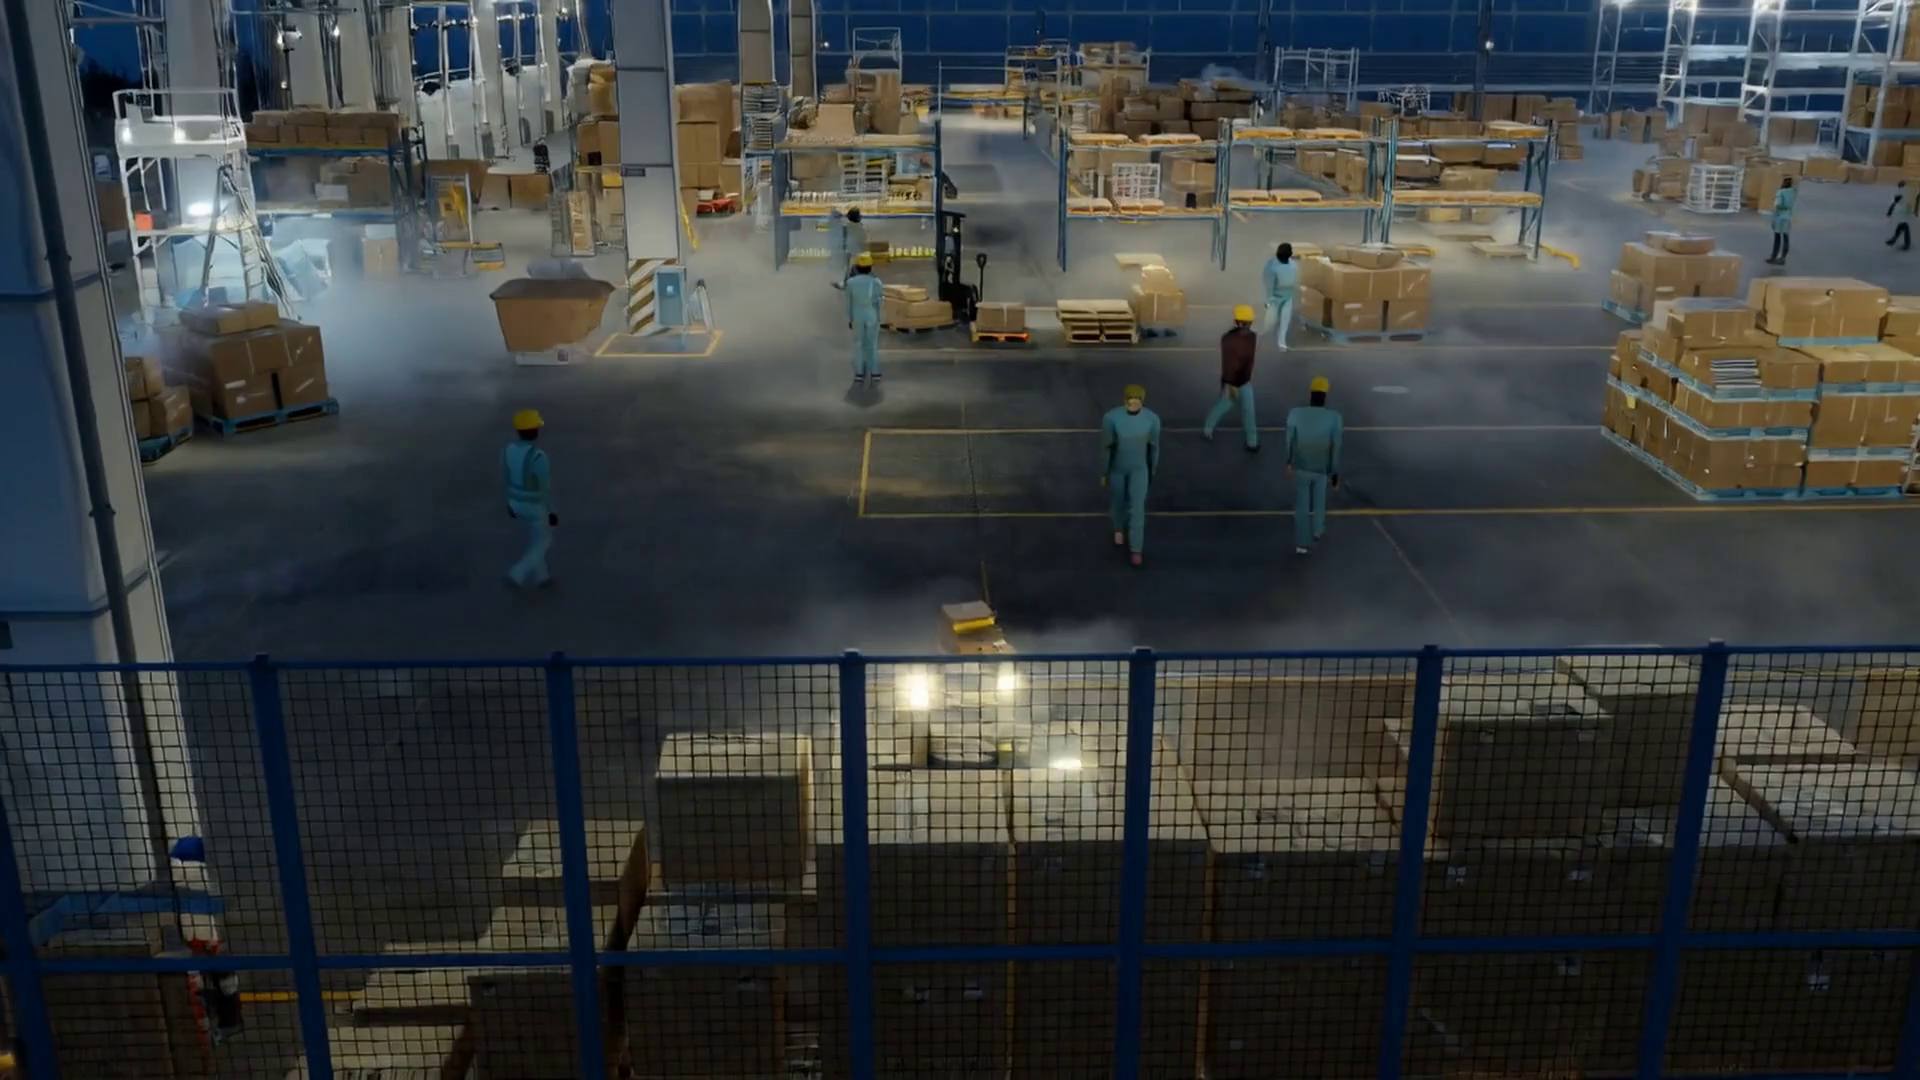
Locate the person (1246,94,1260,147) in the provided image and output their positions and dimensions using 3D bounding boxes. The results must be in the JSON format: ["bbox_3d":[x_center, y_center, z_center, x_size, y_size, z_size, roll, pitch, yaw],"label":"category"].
[{"bbox_3d":[10.832,-15.440,61.178,0.390,1.910,0.583,-5,19,-16],"label":"person"}]

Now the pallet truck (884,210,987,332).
[{"bbox_3d":[-0.493,-4.759,29.349,1.885,1.965,0.823,-13,23,-34],"label":"pallet truck"}]

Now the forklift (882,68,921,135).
[{"bbox_3d":[-2.449,-15.675,60.373,1.873,2.768,1.129,-10,21,-26],"label":"forklift"}]

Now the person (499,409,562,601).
[{"bbox_3d":[-4.267,-0.325,16.309,0.613,1.926,0.694,17,25,40],"label":"person"}]

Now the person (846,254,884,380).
[{"bbox_3d":[-1.441,-3.406,25.446,0.595,1.923,0.377,4,19,13],"label":"person"}]

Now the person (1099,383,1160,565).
[{"bbox_3d":[1.792,-0.761,17.673,0.636,1.894,1.032,1,19,4],"label":"person"}]

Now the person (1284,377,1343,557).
[{"bbox_3d":[3.769,-0.815,17.842,0.594,1.874,0.927,3,19,9],"label":"person"}]

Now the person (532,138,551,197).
[{"bbox_3d":[-11.863,-10.564,47.146,0.544,1.630,0.342,3,19,9],"label":"person"}]

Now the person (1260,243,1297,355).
[{"bbox_3d":[5.210,-3.962,27.247,0.644,1.825,0.515,-7,20,-19],"label":"person"}]

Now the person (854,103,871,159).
[{"bbox_3d":[-3.360,-13.832,56.384,0.662,1.913,0.772,7,20,20],"label":"person"}]

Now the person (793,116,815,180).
[{"bbox_3d":[-4.768,-11.965,50.865,0.741,1.916,0.633,11,21,29],"label":"person"}]

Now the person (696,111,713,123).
[{"bbox_3d":[-8.237,-12.935,53.818,0.579,1.857,0.747,-4,19,-11],"label":"person"}]

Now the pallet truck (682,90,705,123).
[{"bbox_3d":[-9.671,-15.907,62.421,0.823,1.965,1.885,5,19,15],"label":"pallet truck"}]

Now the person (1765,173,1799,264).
[{"bbox_3d":[17.757,-6.950,35.939,0.545,1.939,0.374,-4,19,-11],"label":"person"}]

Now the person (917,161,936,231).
[{"bbox_3d":[-0.786,-8.398,40.619,0.504,1.690,0.819,-10,21,-27],"label":"person"}]

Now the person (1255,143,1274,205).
[{"bbox_3d":[8.303,-10.079,45.366,0.508,1.846,0.345,7,20,20],"label":"person"}]

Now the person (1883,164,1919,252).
[{"bbox_3d":[21.345,-7.548,37.714,0.623,1.924,0.904,-8,20,-23],"label":"person"}]

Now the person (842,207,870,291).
[{"bbox_3d":[-2.041,-5.646,32.453,0.547,1.688,0.338,10,21,28],"label":"person"}]

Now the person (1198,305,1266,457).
[{"bbox_3d":[3.535,-2.091,21.525,0.624,1.951,1.023,-12,22,-33],"label":"person"}]

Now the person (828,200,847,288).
[{"bbox_3d":[-2.429,-5.874,33.034,0.359,1.757,0.524,-15,24,-37],"label":"person"}]

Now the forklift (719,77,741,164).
[{"bbox_3d":[-7.685,-13.877,55.039,1.873,2.768,1.129,-1,19,-1],"label":"forklift"}]

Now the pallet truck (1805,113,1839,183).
[{"bbox_3d":[26.403,-11.957,50.702,0.823,1.965,1.885,6,19,16],"label":"pallet truck"}]
